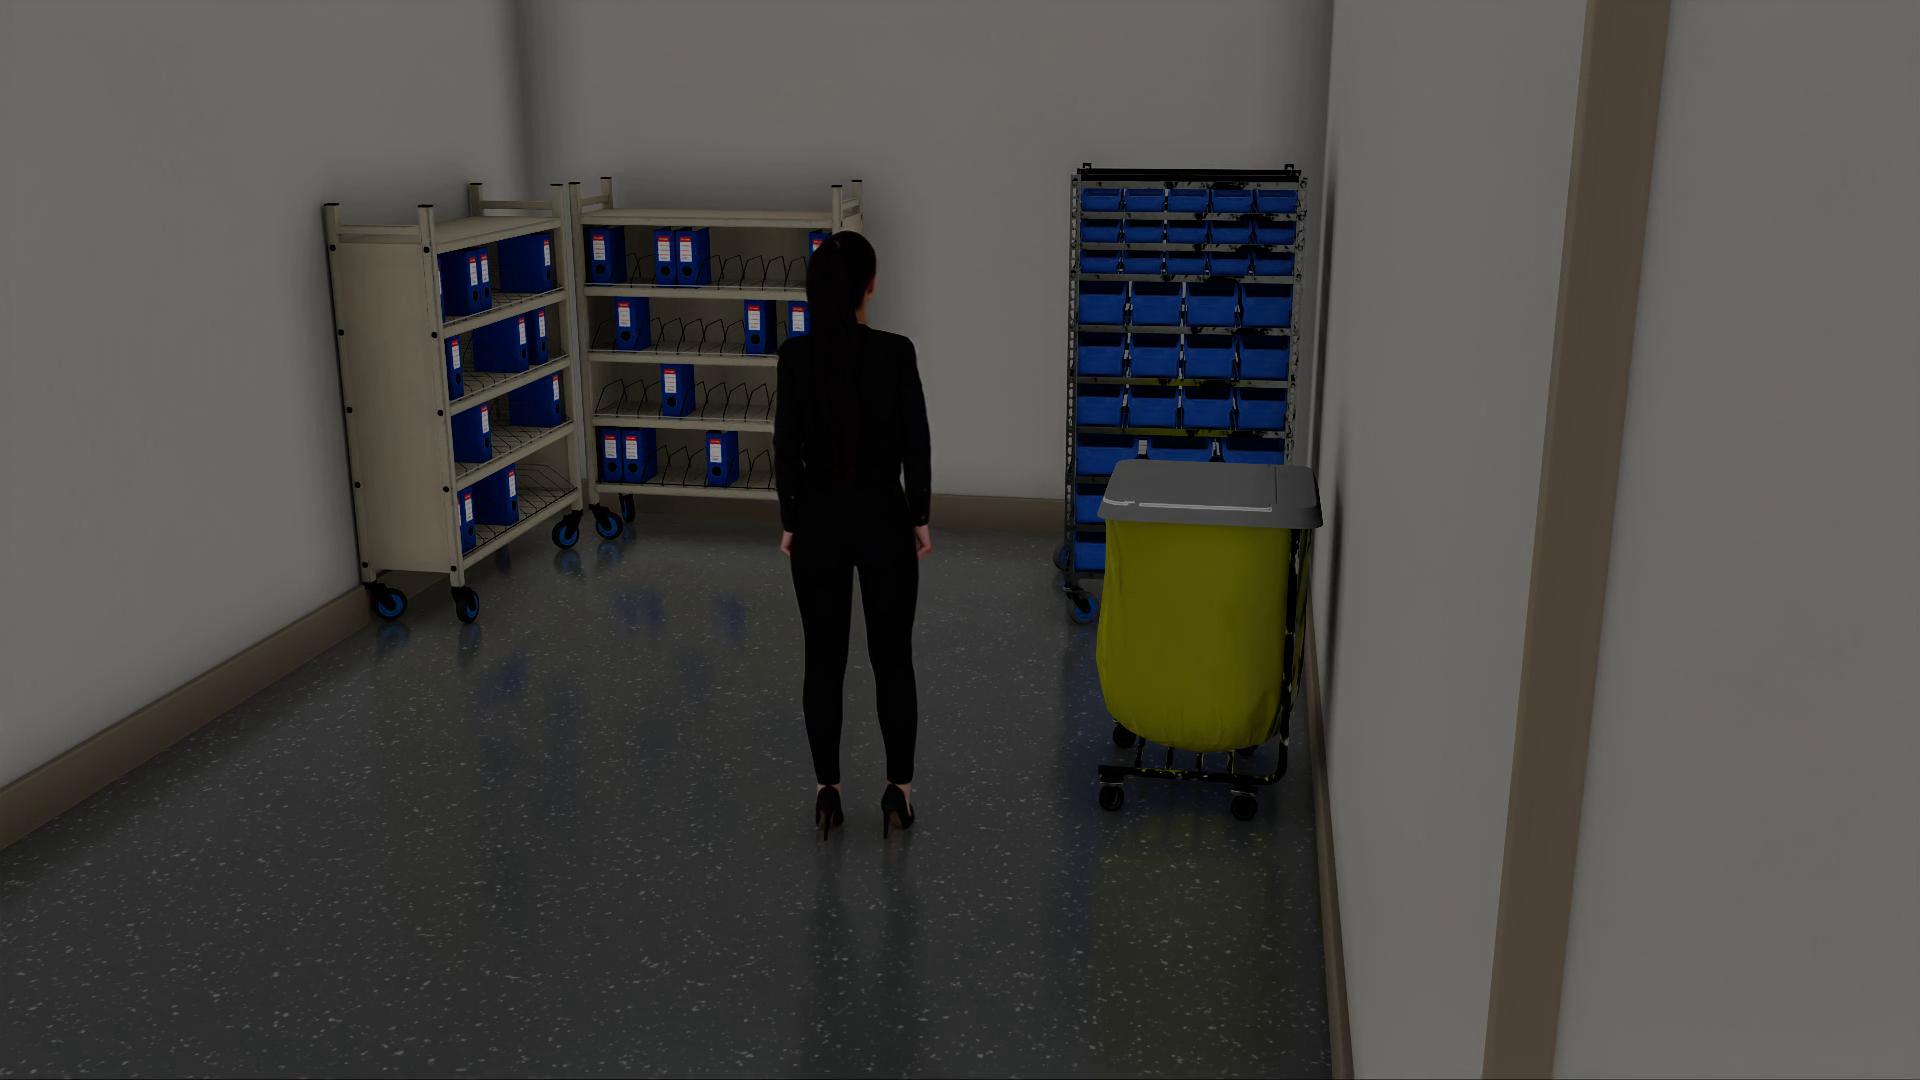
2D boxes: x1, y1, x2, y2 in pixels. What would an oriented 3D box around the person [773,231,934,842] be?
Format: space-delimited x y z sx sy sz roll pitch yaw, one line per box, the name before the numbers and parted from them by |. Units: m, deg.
person | -0.290 0.003 4.601 0.451 1.711 0.652 1 16 5
